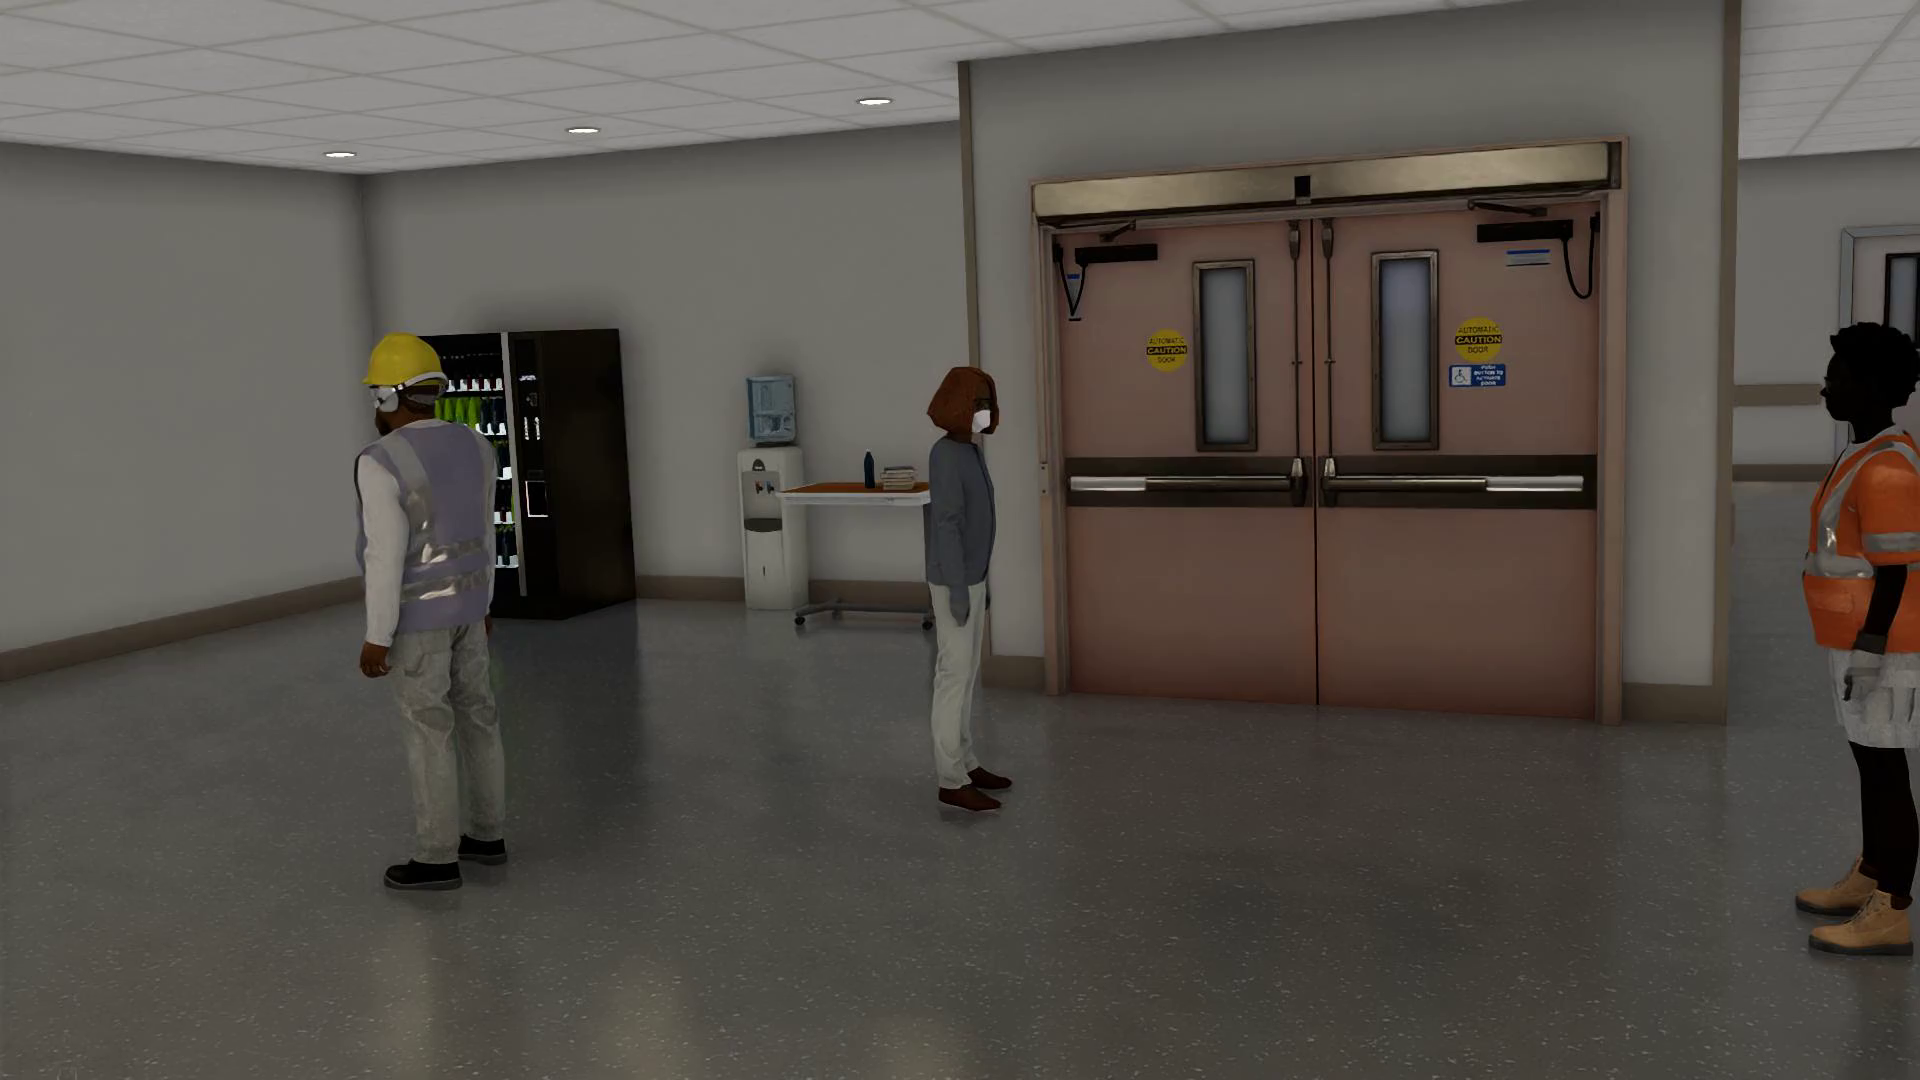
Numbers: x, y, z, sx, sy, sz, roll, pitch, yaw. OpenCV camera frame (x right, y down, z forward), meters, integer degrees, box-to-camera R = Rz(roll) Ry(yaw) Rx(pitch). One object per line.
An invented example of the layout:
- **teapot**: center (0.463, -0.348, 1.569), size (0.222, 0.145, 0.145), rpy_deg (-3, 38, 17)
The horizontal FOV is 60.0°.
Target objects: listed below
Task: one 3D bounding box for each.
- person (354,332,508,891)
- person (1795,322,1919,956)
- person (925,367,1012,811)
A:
- **person**: center (-1.766, 0.235, 5.507), size (0.403, 1.835, 0.586), rpy_deg (1, 8, 24)
- **person**: center (2.452, 0.264, 4.496), size (0.321, 1.697, 0.529), rpy_deg (1, 8, 24)
- **person**: center (0.025, 0.173, 6.197), size (0.286, 1.632, 0.500), rpy_deg (-1, 8, 13)
